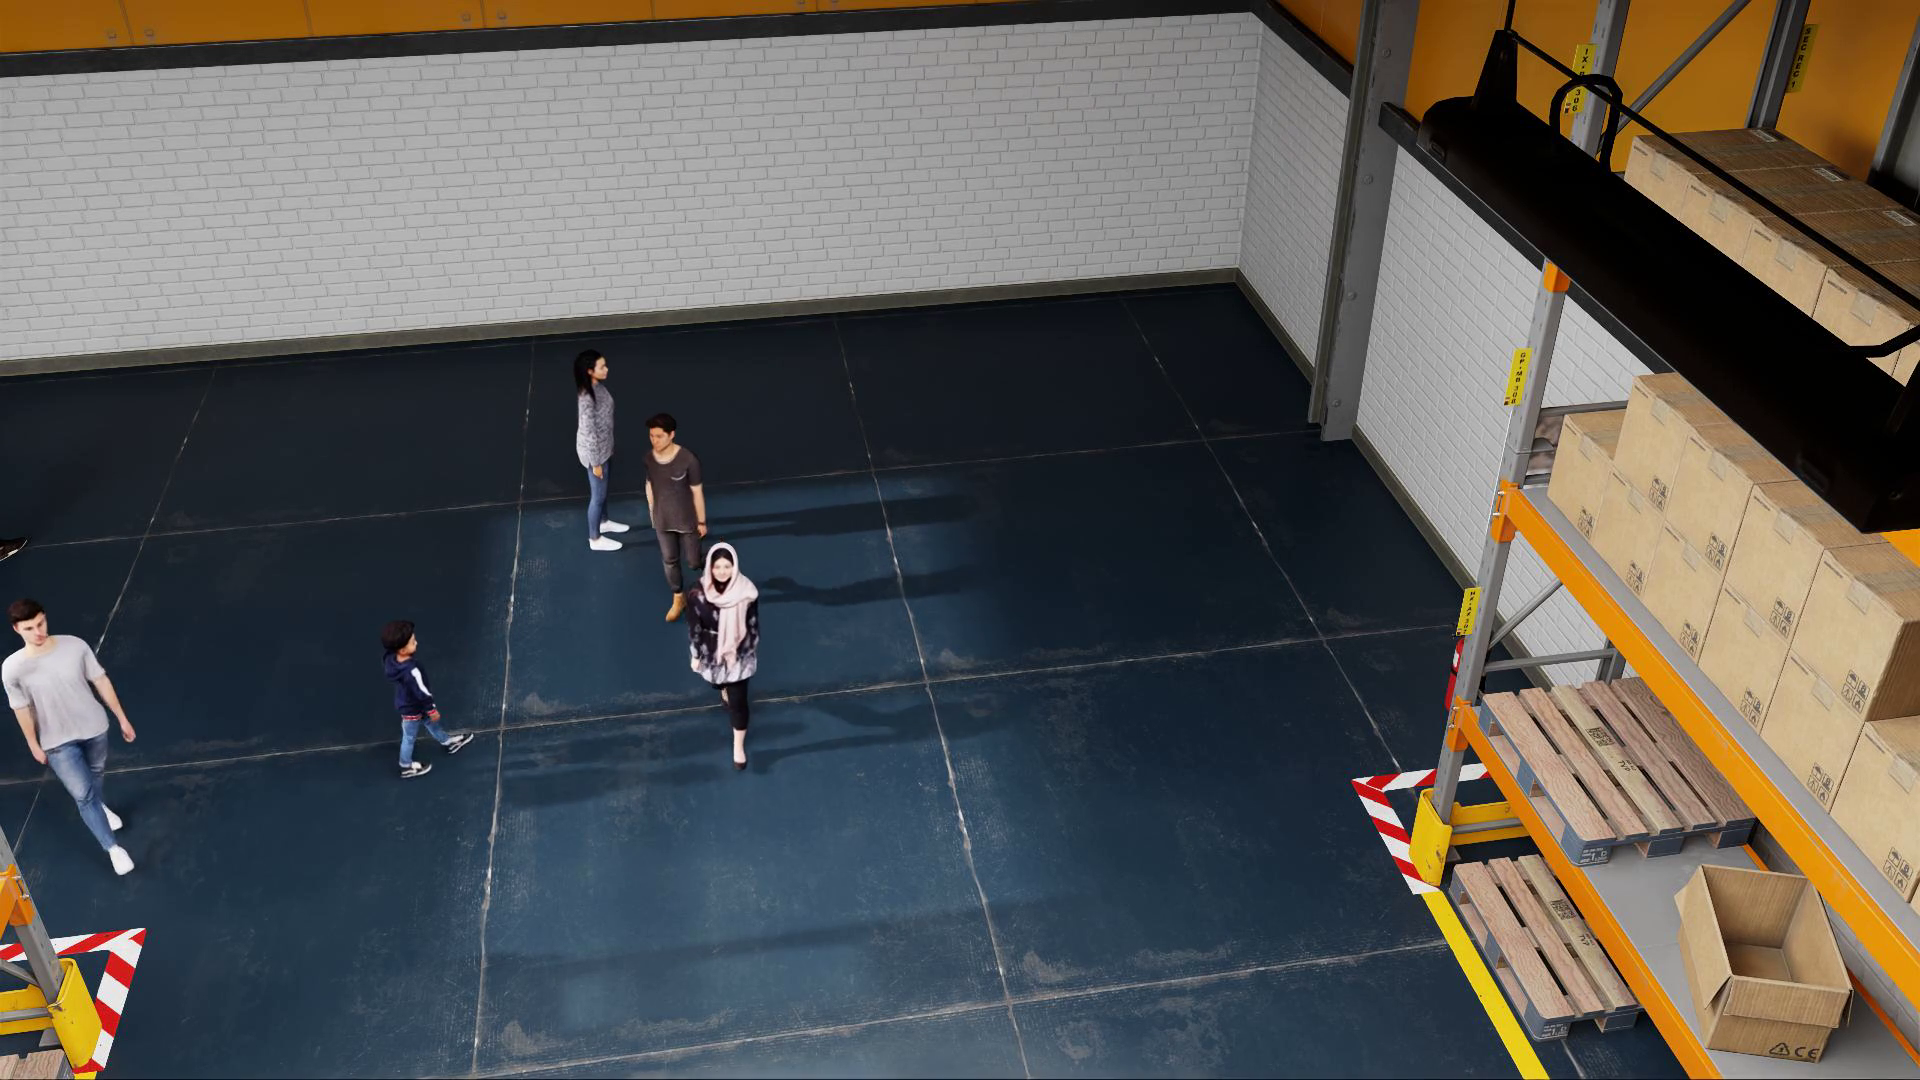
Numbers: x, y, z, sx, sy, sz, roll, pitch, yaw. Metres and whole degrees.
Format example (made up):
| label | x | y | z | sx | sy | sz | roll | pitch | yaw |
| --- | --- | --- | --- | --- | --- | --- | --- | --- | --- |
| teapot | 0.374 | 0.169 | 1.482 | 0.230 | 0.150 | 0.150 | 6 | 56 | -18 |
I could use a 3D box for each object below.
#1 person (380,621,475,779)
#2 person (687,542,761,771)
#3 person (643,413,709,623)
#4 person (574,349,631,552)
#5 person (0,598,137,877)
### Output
| label | x | y | z | sx | sy | sz | roll | pitch | yaw |
| --- | --- | --- | --- | --- | --- | --- | --- | --- | --- |
| person | -3.645 | 1.061 | 10.875 | 0.740 | 1.200 | 0.772 | -18 | 37 | -25 |
| person | -1.569 | 0.678 | 11.084 | 0.715 | 1.607 | 1.085 | -1 | 34 | -2 |
| person | -2.063 | -0.223 | 12.350 | 0.825 | 1.706 | 0.945 | 9 | 35 | 14 |
| person | -2.864 | -0.723 | 13.082 | 0.689 | 1.728 | 0.520 | -1 | 34 | -2 |
| person | -5.484 | 1.113 | 10.208 | 1.186 | 1.851 | 1.082 | 25 | 41 | 32 |
